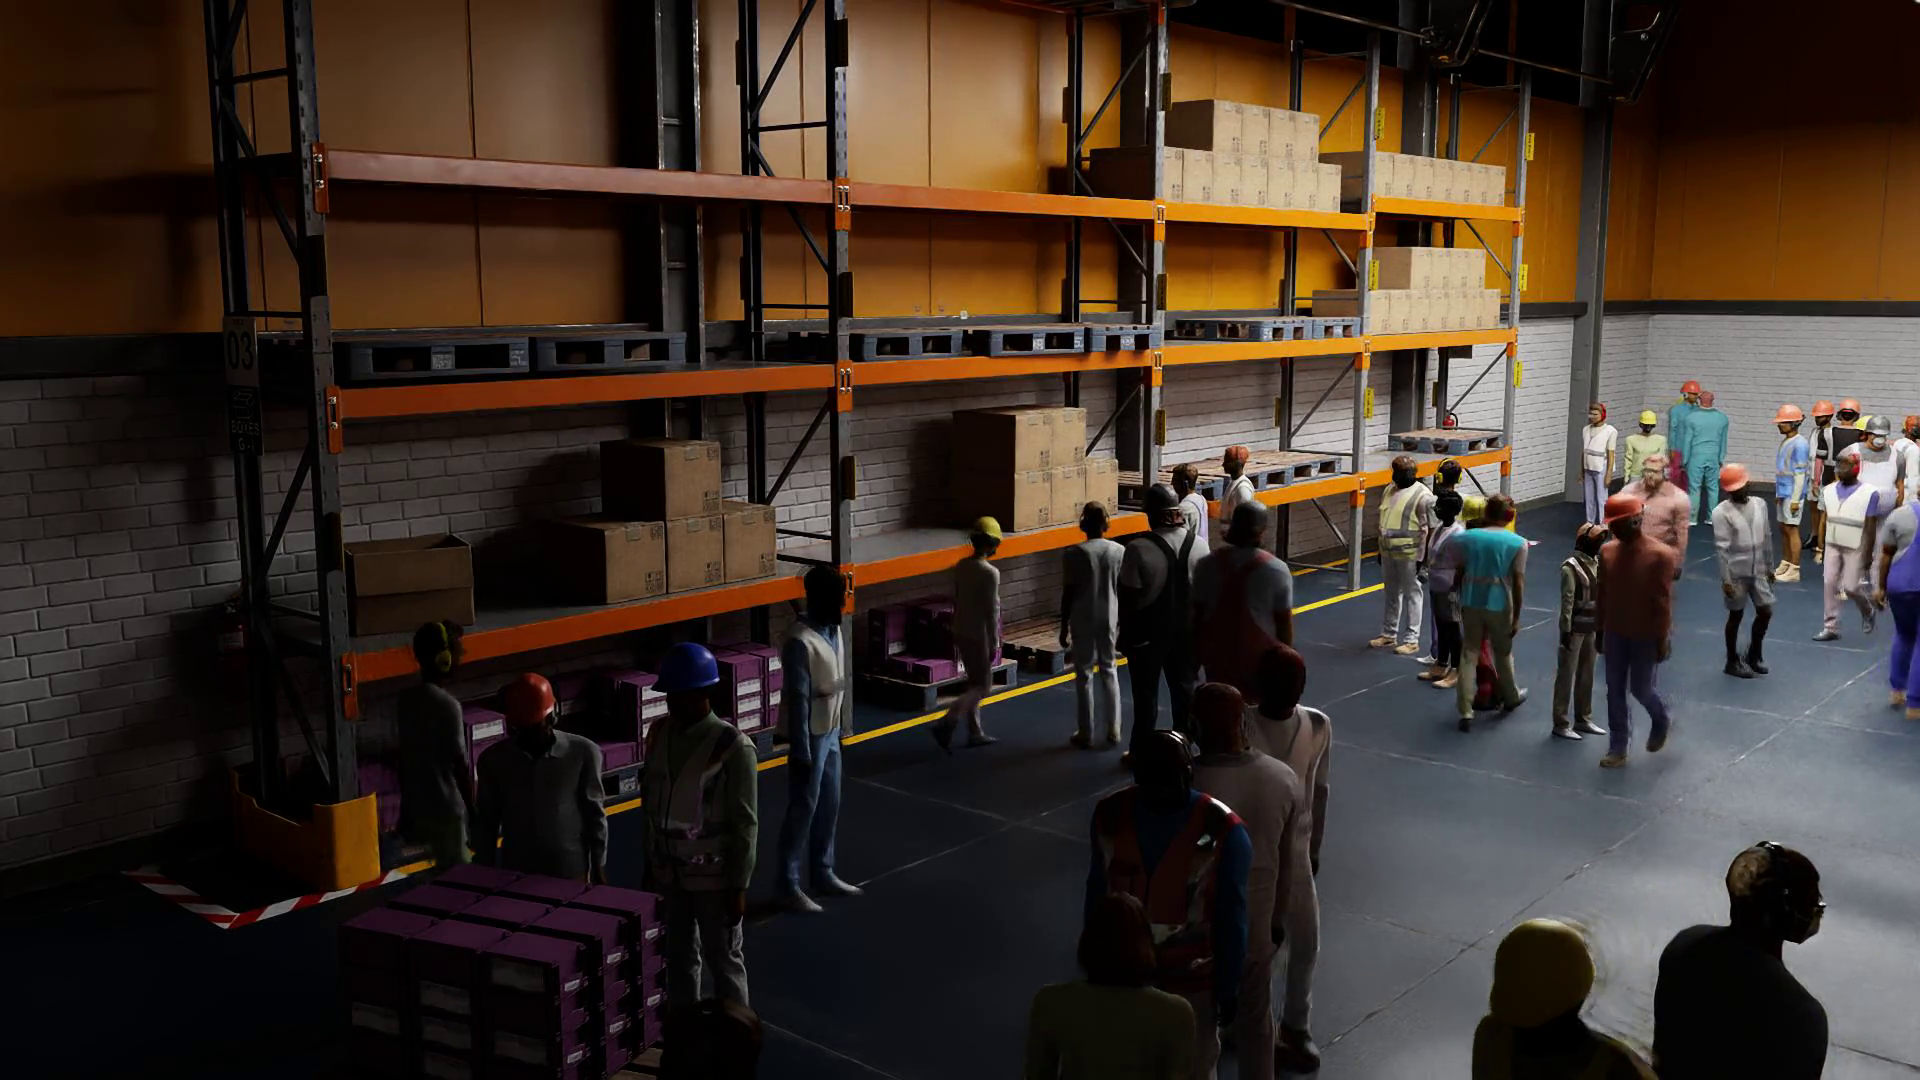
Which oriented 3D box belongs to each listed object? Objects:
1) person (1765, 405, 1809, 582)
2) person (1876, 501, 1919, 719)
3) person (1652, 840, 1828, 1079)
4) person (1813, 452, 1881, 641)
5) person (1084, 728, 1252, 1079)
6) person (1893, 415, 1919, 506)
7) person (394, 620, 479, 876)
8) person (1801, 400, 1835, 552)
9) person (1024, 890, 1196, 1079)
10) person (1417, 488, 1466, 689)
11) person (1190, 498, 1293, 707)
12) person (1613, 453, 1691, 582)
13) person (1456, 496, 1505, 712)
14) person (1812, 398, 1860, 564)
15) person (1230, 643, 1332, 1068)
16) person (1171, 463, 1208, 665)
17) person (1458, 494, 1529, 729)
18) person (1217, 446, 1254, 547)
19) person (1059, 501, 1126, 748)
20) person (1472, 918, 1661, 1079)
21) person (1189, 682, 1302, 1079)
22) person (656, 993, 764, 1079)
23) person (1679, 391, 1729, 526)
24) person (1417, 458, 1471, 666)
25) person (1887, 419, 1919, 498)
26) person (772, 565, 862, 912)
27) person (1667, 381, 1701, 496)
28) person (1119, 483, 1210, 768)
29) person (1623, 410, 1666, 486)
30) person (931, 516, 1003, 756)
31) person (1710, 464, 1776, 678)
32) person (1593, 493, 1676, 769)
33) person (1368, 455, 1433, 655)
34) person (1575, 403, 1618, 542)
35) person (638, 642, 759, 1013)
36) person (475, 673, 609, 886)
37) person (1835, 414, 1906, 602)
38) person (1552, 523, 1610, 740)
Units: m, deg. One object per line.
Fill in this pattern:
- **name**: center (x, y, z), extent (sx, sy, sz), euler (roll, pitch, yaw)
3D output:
- **person**: center (9.460, -0.532, 19.041), extent (0.415, 2.035, 0.609), euler (1, 9, 9)
- **person**: center (7.692, 0.374, 13.167), extent (0.772, 2.000, 0.699), euler (-9, 12, -44)
- **person**: center (2.126, 1.760, 4.557), extent (0.353, 1.937, 0.635), euler (-1, 9, -8)
- **person**: center (8.473, 0.067, 15.841), extent (0.575, 1.821, 0.582), euler (-5, 10, -27)
- **person**: center (0.741, 1.577, 6.097), extent (0.623, 1.835, 0.431), euler (4, 10, 26)
- **person**: center (11.118, -0.533, 19.549), extent (0.371, 1.878, 0.588), euler (2, 9, 10)
- **person**: center (-2.509, 1.301, 7.852), extent (0.591, 1.849, 0.673), euler (8, 12, 42)
- **person**: center (10.936, -0.809, 21.146), extent (0.387, 1.931, 0.543), euler (-2, 9, -11)
- **person**: center (0.454, 1.842, 5.122), extent (0.518, 1.587, 0.836), euler (1, 9, 6)
- **person**: center (4.109, 0.406, 14.061), extent (0.321, 1.697, 0.529), euler (-1, 9, -5)
- **person**: center (1.874, 0.709, 11.006), extent (0.685, 2.000, 0.567), euler (5, 10, 31)
- **person**: center (6.254, 0.148, 15.091), extent (0.667, 1.892, 0.485), euler (8, 12, 43)
- **person**: center (4.109, 0.512, 13.193), extent (0.360, 1.746, 0.548), euler (1, 9, 4)
- **person**: center (10.655, -0.692, 20.101), extent (0.612, 2.029, 0.409), euler (4, 10, 24)
- **person**: center (1.359, 1.379, 7.237), extent (0.590, 1.868, 0.612), euler (-1, 9, -9)
- **person**: center (2.026, 0.234, 14.734), extent (0.343, 1.838, 0.509), euler (5, 10, 30)
- **person**: center (4.125, 0.535, 12.928), extent (0.603, 1.779, 1.000), euler (7, 11, 38)
- **person**: center (2.615, 0.040, 15.820), extent (0.345, 1.882, 0.584), euler (0, 9, -1)
- **person**: center (0.982, 0.627, 12.208), extent (0.507, 1.839, 0.375), euler (-2, 9, -13)
- **person**: center (1.504, 1.846, 4.251), extent (0.970, 1.856, 0.597), euler (-4, 9, -22)
- **person**: center (0.990, 1.485, 6.453), extent (0.638, 1.902, 0.407), euler (-4, 10, -24)
- **person**: center (-0.499, 1.923, 3.841), extent (0.358, 1.836, 0.515), euler (-1, 9, -6)
- **person**: center (10.415, -1.139, 23.354), extent (0.643, 1.910, 0.400), euler (-1, 9, -3)
- **person**: center (4.319, 0.204, 14.812), extent (0.534, 1.869, 0.311), euler (-3, 9, -20)
- **person**: center (11.846, -0.676, 20.869), extent (0.523, 1.747, 0.501), euler (5, 10, 28)
- **person**: center (-0.804, 1.080, 9.121), extent (0.469, 1.909, 0.647), euler (2, 9, 14)
- **person**: center (10.674, -1.350, 24.477), extent (0.617, 1.990, 0.400), euler (-4, 10, -23)
- **person**: center (1.405, 0.595, 11.738), extent (0.681, 2.000, 0.535), euler (-4, 10, -22)
- **person**: center (8.951, -0.818, 21.757), extent (0.525, 1.760, 0.340), euler (2, 9, 12)
- **person**: center (0.060, 0.694, 12.066), extent (0.566, 1.744, 0.569), euler (-6, 10, -32)
- **person**: center (6.742, 0.276, 14.320), extent (0.655, 1.881, 0.413), euler (-2, 9, -10)
- **person**: center (4.790, 0.632, 11.780), extent (0.617, 1.957, 0.622), euler (-7, 11, -37)
- **person**: center (4.079, 0.130, 15.378), extent (0.430, 1.845, 0.619), euler (-5, 10, -27)
- **person**: center (8.427, -0.891, 21.973), extent (0.393, 1.838, 0.561), euler (-3, 9, -20)
- **person**: center (-1.107, 1.380, 6.975), extent (0.605, 1.948, 0.384), euler (6, 11, 33)
- **person**: center (-1.840, 1.427, 7.338), extent (0.578, 1.738, 0.354), euler (-1, 9, -7)
- **person**: center (9.742, -0.346, 17.806), extent (0.681, 2.000, 0.536), euler (3, 9, 16)
- **person**: center (4.684, 0.680, 12.516), extent (0.514, 1.634, 0.313), euler (-6, 11, -33)
